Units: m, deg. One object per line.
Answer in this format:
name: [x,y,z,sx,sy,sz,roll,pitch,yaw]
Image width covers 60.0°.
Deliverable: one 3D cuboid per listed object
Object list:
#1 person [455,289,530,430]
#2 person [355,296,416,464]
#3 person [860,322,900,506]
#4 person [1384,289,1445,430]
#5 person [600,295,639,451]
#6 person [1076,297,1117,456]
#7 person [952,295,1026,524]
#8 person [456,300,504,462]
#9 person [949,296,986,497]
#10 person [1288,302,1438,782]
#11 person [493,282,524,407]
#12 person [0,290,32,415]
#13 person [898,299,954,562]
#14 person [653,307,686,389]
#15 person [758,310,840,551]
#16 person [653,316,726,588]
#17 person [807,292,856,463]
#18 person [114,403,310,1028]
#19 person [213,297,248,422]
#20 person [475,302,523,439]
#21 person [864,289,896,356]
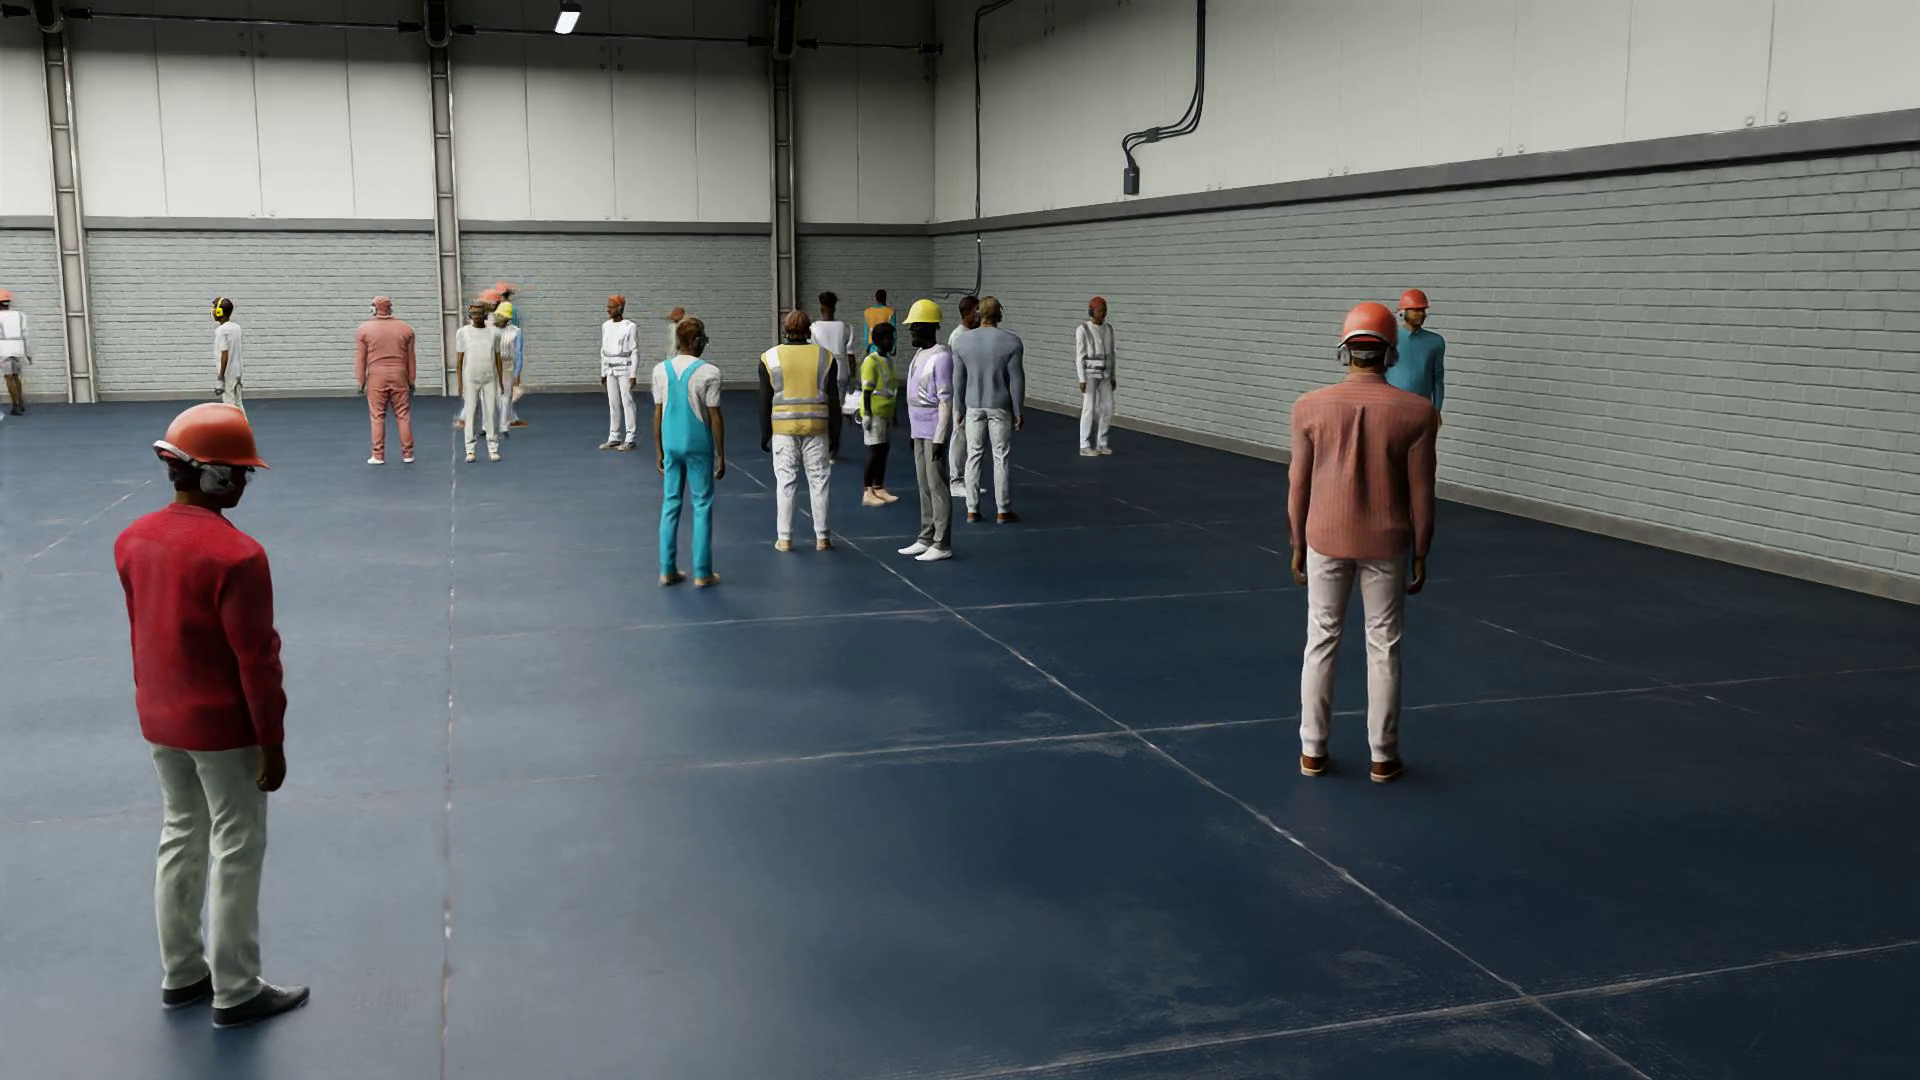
person: [-6.524,-2.486,22.963,1.016,1.954,0.601,-4,10,-23]
person: [-6.485,-1.801,18.797,0.663,1.895,0.402,-5,10,-31]
person: [-0.737,-1.154,15.293,0.323,1.693,0.543,3,10,20]
person: [3.820,-1.134,14.182,0.612,1.996,0.378,0,9,2]
person: [-4.144,-2.021,20.206,0.572,1.883,0.355,6,11,34]
person: [1.607,-1.921,19.604,0.587,1.877,0.365,-7,11,-37]
person: [0.252,-1.103,14.165,0.636,1.939,0.364,2,9,15]
person: [-5.459,-1.804,18.942,0.517,1.841,0.325,-4,10,-23]
person: [0.051,-1.378,15.986,0.399,1.920,0.590,3,9,16]
person: [1.661,0.014,6.906,0.602,1.985,0.404,3,9,20]
person: [-7.352,-3.147,26.914,0.476,2.028,0.644,2,9,12]
person: [-14.593,-2.867,25.483,0.613,1.915,0.587,6,11,35]
person: [-0.237,-0.805,12.303,0.369,1.928,0.586,-4,10,-21]
person: [-4.929,-3.223,28.751,0.764,1.606,0.501,-1,9,-4]
person: [-1.228,-0.828,12.724,0.621,1.845,0.429,-2,9,-10]
person: [-1.822,-0.583,11.200,0.521,1.833,0.339,3,9,18]
person: [-1.533,-1.864,19.031,0.634,1.924,0.890,-3,9,-19]
person: [-2.072,0.488,4.655,0.573,1.739,0.351,5,10,29]
person: [-8.508,-1.879,19.337,0.327,1.874,0.519,0,9,1]
person: [-5.972,-2.188,21.572,0.633,1.796,0.408,1,9,5]
person: [-1.377,-3.355,28.647,0.586,1.910,0.396,3,9,19]
